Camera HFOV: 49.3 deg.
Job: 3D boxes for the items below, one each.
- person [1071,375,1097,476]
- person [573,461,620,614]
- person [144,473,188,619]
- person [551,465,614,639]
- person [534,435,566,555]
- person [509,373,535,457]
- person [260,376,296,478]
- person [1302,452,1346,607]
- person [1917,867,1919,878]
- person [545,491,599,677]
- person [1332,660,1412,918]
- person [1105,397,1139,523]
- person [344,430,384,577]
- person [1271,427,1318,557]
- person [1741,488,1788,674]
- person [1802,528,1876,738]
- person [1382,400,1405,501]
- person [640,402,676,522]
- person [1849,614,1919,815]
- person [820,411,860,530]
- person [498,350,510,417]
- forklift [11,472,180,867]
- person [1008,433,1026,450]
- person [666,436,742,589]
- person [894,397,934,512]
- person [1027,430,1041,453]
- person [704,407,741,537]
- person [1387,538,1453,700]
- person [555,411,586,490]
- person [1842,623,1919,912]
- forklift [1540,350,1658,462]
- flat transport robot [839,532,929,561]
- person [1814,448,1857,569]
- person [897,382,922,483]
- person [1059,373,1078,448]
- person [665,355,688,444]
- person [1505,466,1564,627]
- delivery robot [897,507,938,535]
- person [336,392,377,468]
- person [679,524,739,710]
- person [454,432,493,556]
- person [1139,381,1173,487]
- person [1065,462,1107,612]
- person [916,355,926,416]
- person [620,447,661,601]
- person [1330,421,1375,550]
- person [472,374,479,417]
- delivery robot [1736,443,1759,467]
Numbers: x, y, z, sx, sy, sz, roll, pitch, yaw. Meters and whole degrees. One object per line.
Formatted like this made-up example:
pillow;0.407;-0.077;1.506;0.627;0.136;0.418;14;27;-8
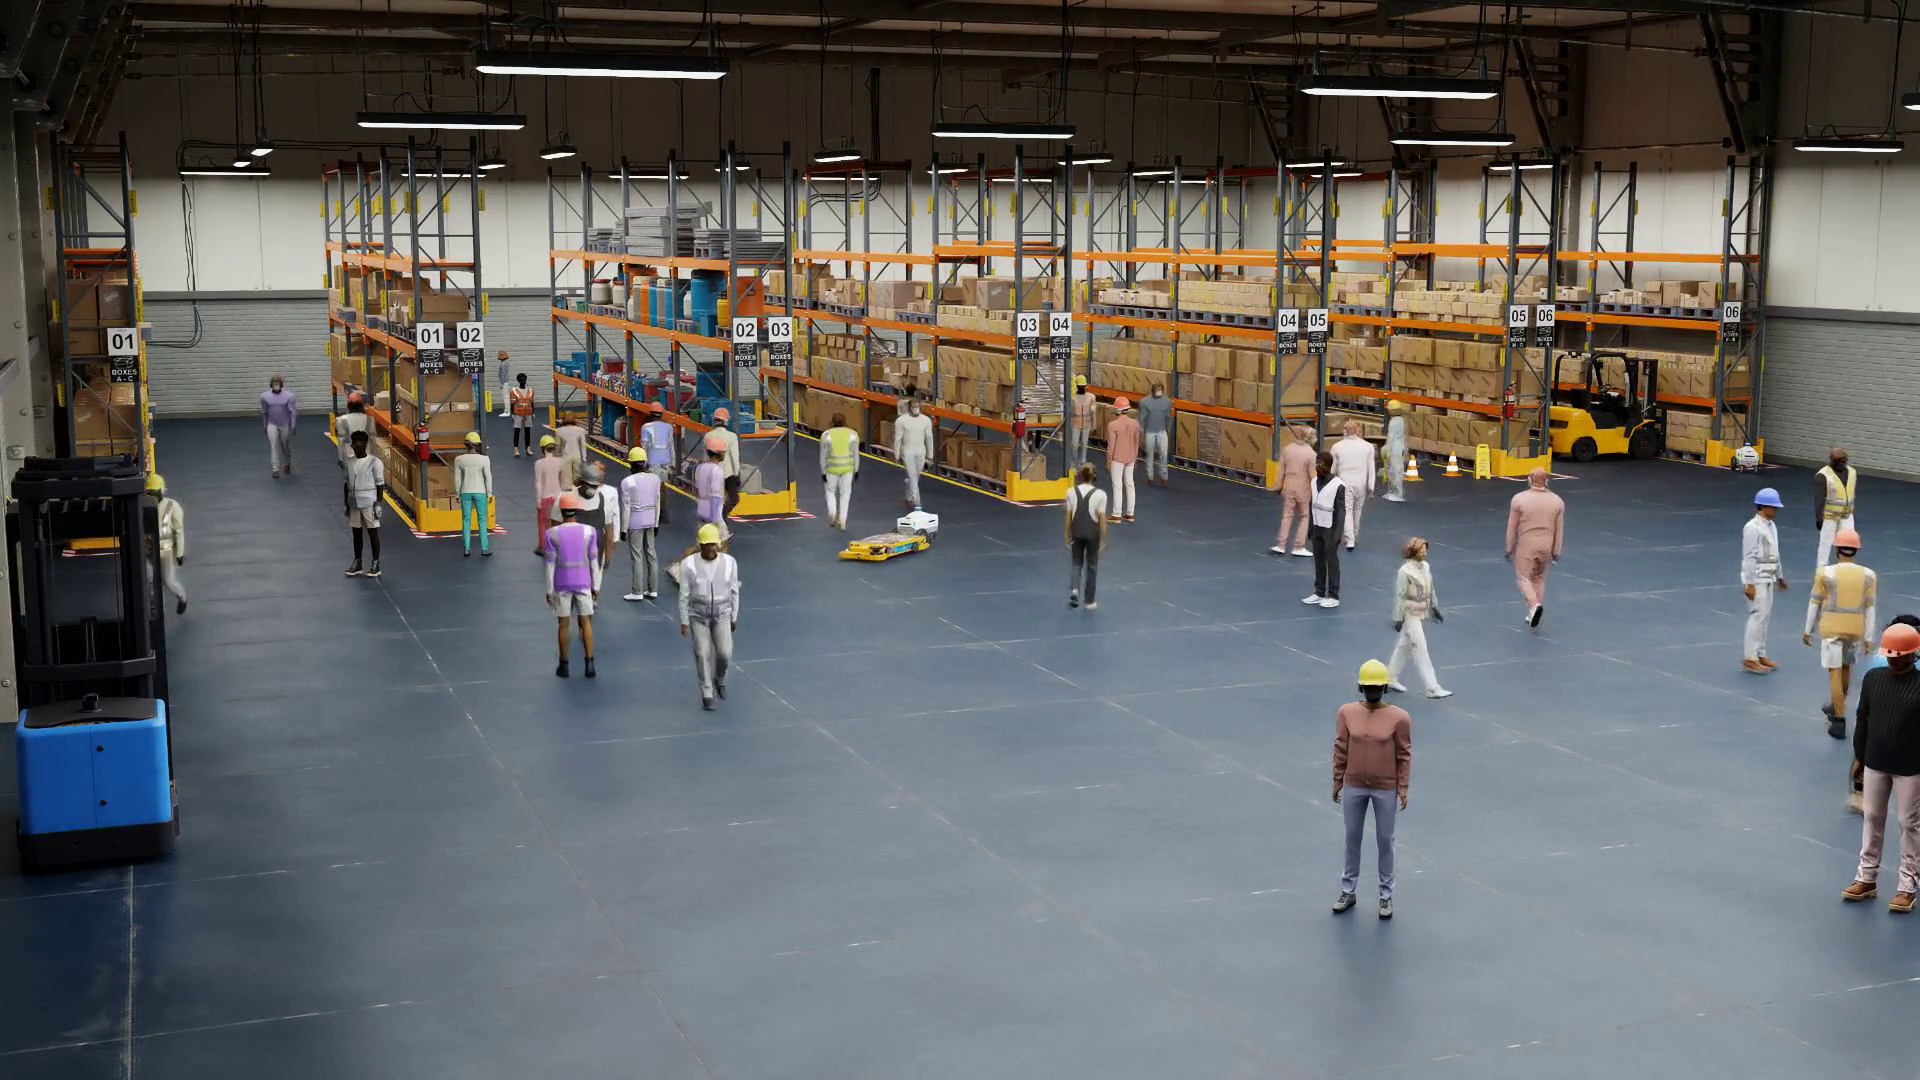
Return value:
person;2.280;-2.129;39.163;0.587;1.908;0.579;-2;9;-10
person;-4.395;-0.022;25.317;0.591;1.835;0.987;-3;9;-19
person;-9.387;0.102;24.607;0.592;1.814;0.602;1;9;6
person;-4.273;0.137;23.733;0.757;2.000;0.543;-4;9;-25
person;-5.775;-0.626;29.704;0.532;1.735;0.813;-8;12;-42
person;-8.919;-2.558;42.705;0.532;1.697;0.319;-6;10;-33
person;-12.812;-2.160;39.424;0.638;1.901;0.981;-2;9;-13
person;4.525;-0.141;25.856;0.371;1.916;0.597;-5;10;-30
person;6.973;1.660;14.848;0.321;1.621;0.512;0;9;3
person;-4.045;0.454;21.830;0.552;1.934;0.372;-3;9;-18
person;2.787;1.679;14.229;0.534;1.767;0.317;4;9;24
person;2.559;-1.271;33.123;0.612;1.997;0.375;-6;10;-34
person;-7.999;-0.495;28.048;0.603;1.967;0.366;3;9;19
person;4.807;-0.692;29.780;0.428;1.852;0.824;-7;11;-37
person;8.452;0.413;22.081;0.416;1.946;0.622;7;11;40
person;8.140;0.828;19.472;0.548;1.899;0.923;0;9;0
person;7.353;-1.533;35.738;0.556;1.721;0.511;5;10;30
person;-4.752;-1.236;33.272;0.563;1.901;0.727;-6;10;-35
person;7.399;1.401;16.429;0.553;1.647;0.859;-5;10;-31
person;-1.859;-1.078;32.397;0.640;1.826;0.452;-2;9;-10
person;-11.235;-3.856;51.569;0.284;1.633;0.497;0;9;-2
forklift;-6.630;0.886;15.957;1.129;2.768;1.873;-3;9;-21
person;1.094;-2.224;40.701;0.512;1.628;0.405;-4;9;-25
person;-3.300;-0.336;26.904;0.937;2.012;0.618;-5;10;-28
person;-0.767;-1.410;34.445;0.641;1.892;1.028;-3;9;-22
person;1.562;-2.586;42.924;0.548;1.678;0.367;0;9;3
person;-3.575;-0.995;31.333;0.639;1.980;0.506;5;10;30
person;4.565;0.767;20.873;0.740;1.607;0.524;6;10;35
person;-6.510;-1.354;34.935;0.493;1.607;0.572;-4;9;-24
person;6.420;1.544;14.394;0.393;1.985;0.611;-7;11;-38
forklift;12.897;-2.725;42.309;2.313;2.155;1.214;-3;9;-21
flat transport robot;-1.074;0.085;29.957;0.652;0.197;1.431;5;10;29
person;11.449;-0.303;27.340;0.654;1.800;0.775;-2;9;-13
person;-0.924;-1.942;38.096;0.531;1.848;0.523;-4;9;-25
person;2.253;-2.884;44.356;0.592;1.857;0.752;-3;9;-19
person;-6.131;-3.027;45.002;0.614;1.943;0.396;1;9;8
person;6.716;0.089;24.414;0.647;1.888;0.718;-1;9;-6
delivery robot;-0.621;-0.248;30.925;0.477;0.478;0.707;5;10;30
person;-9.722;-1.375;33.743;0.604;2.029;0.412;-4;9;-24
person;-2.432;0.737;20.342;0.597;1.814;0.411;-2;9;-15
person;-6.915;-0.654;29.787;0.530;1.765;0.325;0;9;2
person;3.522;-1.895;37.572;0.645;1.902;0.881;-1;9;-6
person;1.532;-0.035;25.439;0.532;1.827;0.456;3;9;18
person;-0.862;-4.007;52.072;0.630;1.794;0.652;0;9;-1
person;-4.013;-0.203;26.238;0.366;1.927;0.588;8;12;42
person;5.702;-0.801;30.524;0.656;1.848;1.051;0;9;2
person;-11.928;-3.915;51.248;0.563;1.847;0.388;-2;9;-14
delivery robot;15.023;-1.603;39.956;0.477;0.478;0.707;2;9;13
